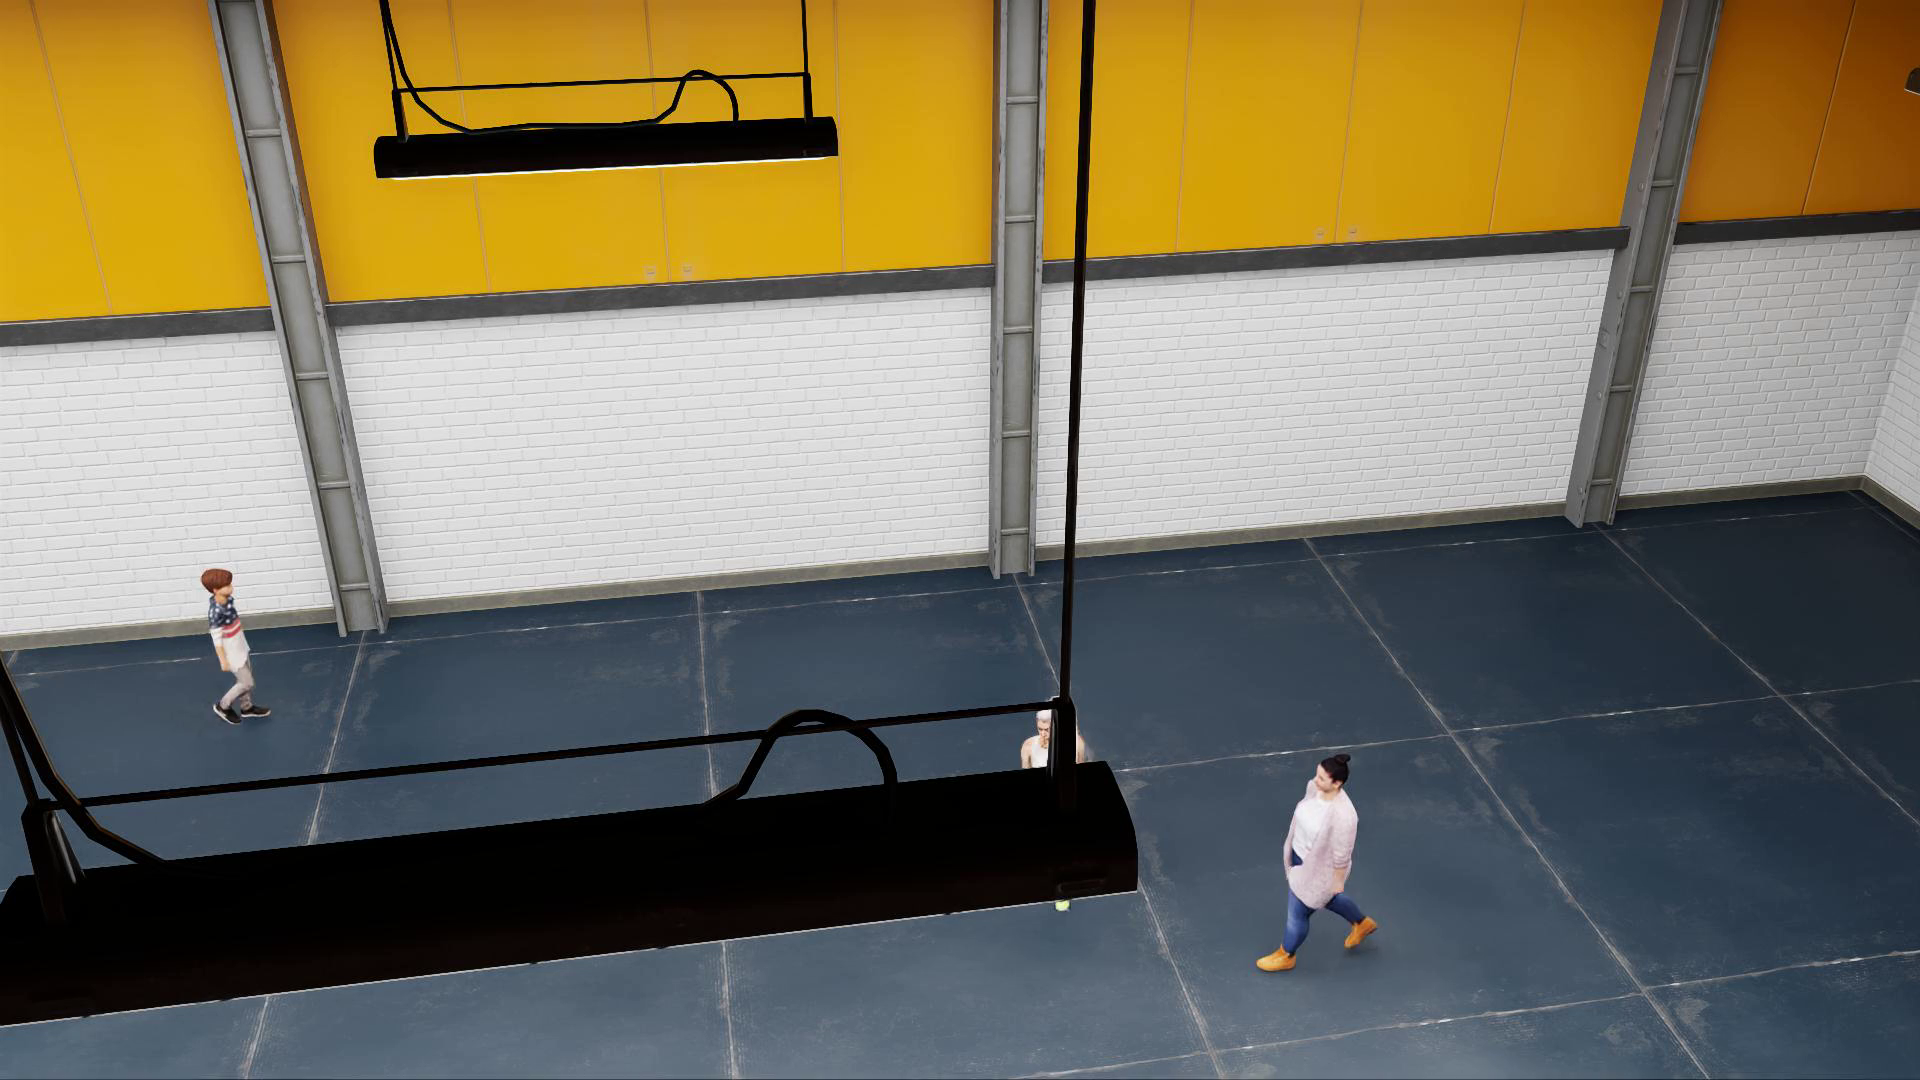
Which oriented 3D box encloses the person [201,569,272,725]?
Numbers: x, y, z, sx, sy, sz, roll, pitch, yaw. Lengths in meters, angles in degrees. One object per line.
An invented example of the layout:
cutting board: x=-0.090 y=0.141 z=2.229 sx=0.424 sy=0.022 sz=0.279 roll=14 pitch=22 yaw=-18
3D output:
person: x=-5.962 y=0.868 z=13.474 sx=0.611 sy=1.430 sz=0.529 roll=-4 pitch=29 yaw=-7

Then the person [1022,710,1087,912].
person: x=0.673 y=1.765 z=11.582 sx=0.801 sy=1.667 sz=0.791 roll=-1 pitch=29 yaw=-2

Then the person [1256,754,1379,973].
person: x=2.444 y=2.100 z=10.920 sx=1.094 sy=1.712 sz=0.702 roll=-3 pitch=29 yaw=-6
